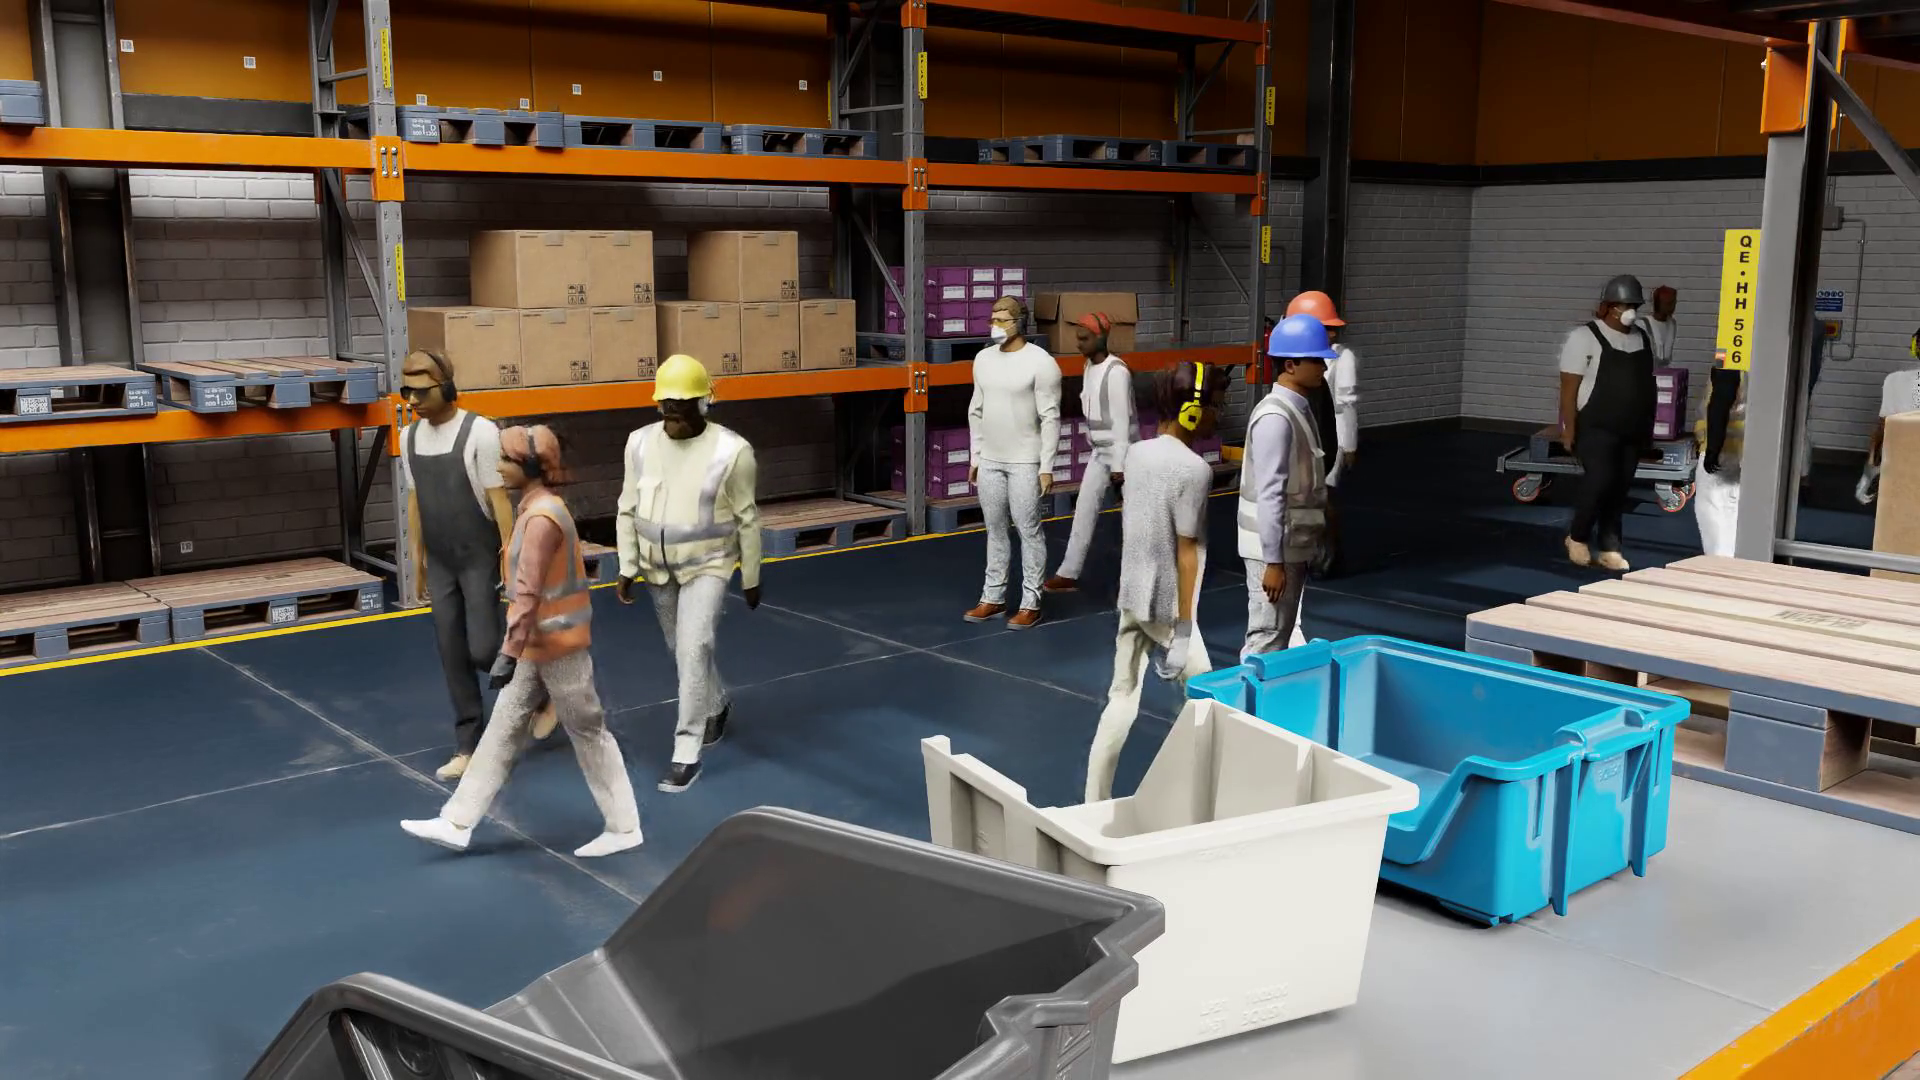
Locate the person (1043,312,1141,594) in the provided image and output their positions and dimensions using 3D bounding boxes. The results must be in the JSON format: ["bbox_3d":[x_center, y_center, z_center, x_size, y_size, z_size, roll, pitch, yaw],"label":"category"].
[{"bbox_3d":[1.015,-0.552,10.646,1.008,1.821,0.614,-4,11,-20],"label":"person"}]

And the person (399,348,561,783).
[{"bbox_3d":[-2.048,0.090,7.017,0.550,1.818,0.603,5,11,25],"label":"person"}]

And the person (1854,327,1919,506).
[{"bbox_3d":[5.513,-0.363,9.570,0.993,1.823,0.518,-8,13,-37],"label":"person"}]

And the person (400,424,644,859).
[{"bbox_3d":[-1.569,0.391,5.945,0.877,1.594,0.522,-4,11,-19],"label":"person"}]

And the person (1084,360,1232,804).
[{"bbox_3d":[0.801,0.259,6.056,0.959,1.815,0.560,-7,12,-35],"label":"person"}]

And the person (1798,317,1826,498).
[{"bbox_3d":[7.356,-1.337,14.804,0.628,1.902,1.021,2,10,10],"label":"person"}]

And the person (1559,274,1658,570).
[{"bbox_3d":[4.469,-0.796,11.351,0.703,2.000,0.536,-3,11,-16],"label":"person"}]

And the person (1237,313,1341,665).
[{"bbox_3d":[1.360,0.032,6.969,0.404,1.948,0.605,4,11,19],"label":"person"}]

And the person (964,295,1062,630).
[{"bbox_3d":[0.303,-0.447,9.677,0.628,1.940,0.377,9,13,41],"label":"person"}]

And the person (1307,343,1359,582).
[{"bbox_3d":[2.388,-0.662,11.023,0.571,1.899,0.558,-7,12,-35],"label":"person"}]

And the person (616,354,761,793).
[{"bbox_3d":[-1.137,0.092,7.094,0.571,1.787,0.891,4,11,19],"label":"person"}]

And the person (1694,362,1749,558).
[{"bbox_3d":[4.997,-0.571,10.817,0.781,1.788,0.440,-7,12,-34],"label":"person"}]

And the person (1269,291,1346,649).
[{"bbox_3d":[1.761,-0.275,8.552,0.378,1.996,0.610,5,11,25],"label":"person"}]

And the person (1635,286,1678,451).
[{"bbox_3d":[6.585,-1.481,15.770,0.569,1.825,0.942,-4,11,-22],"label":"person"}]
